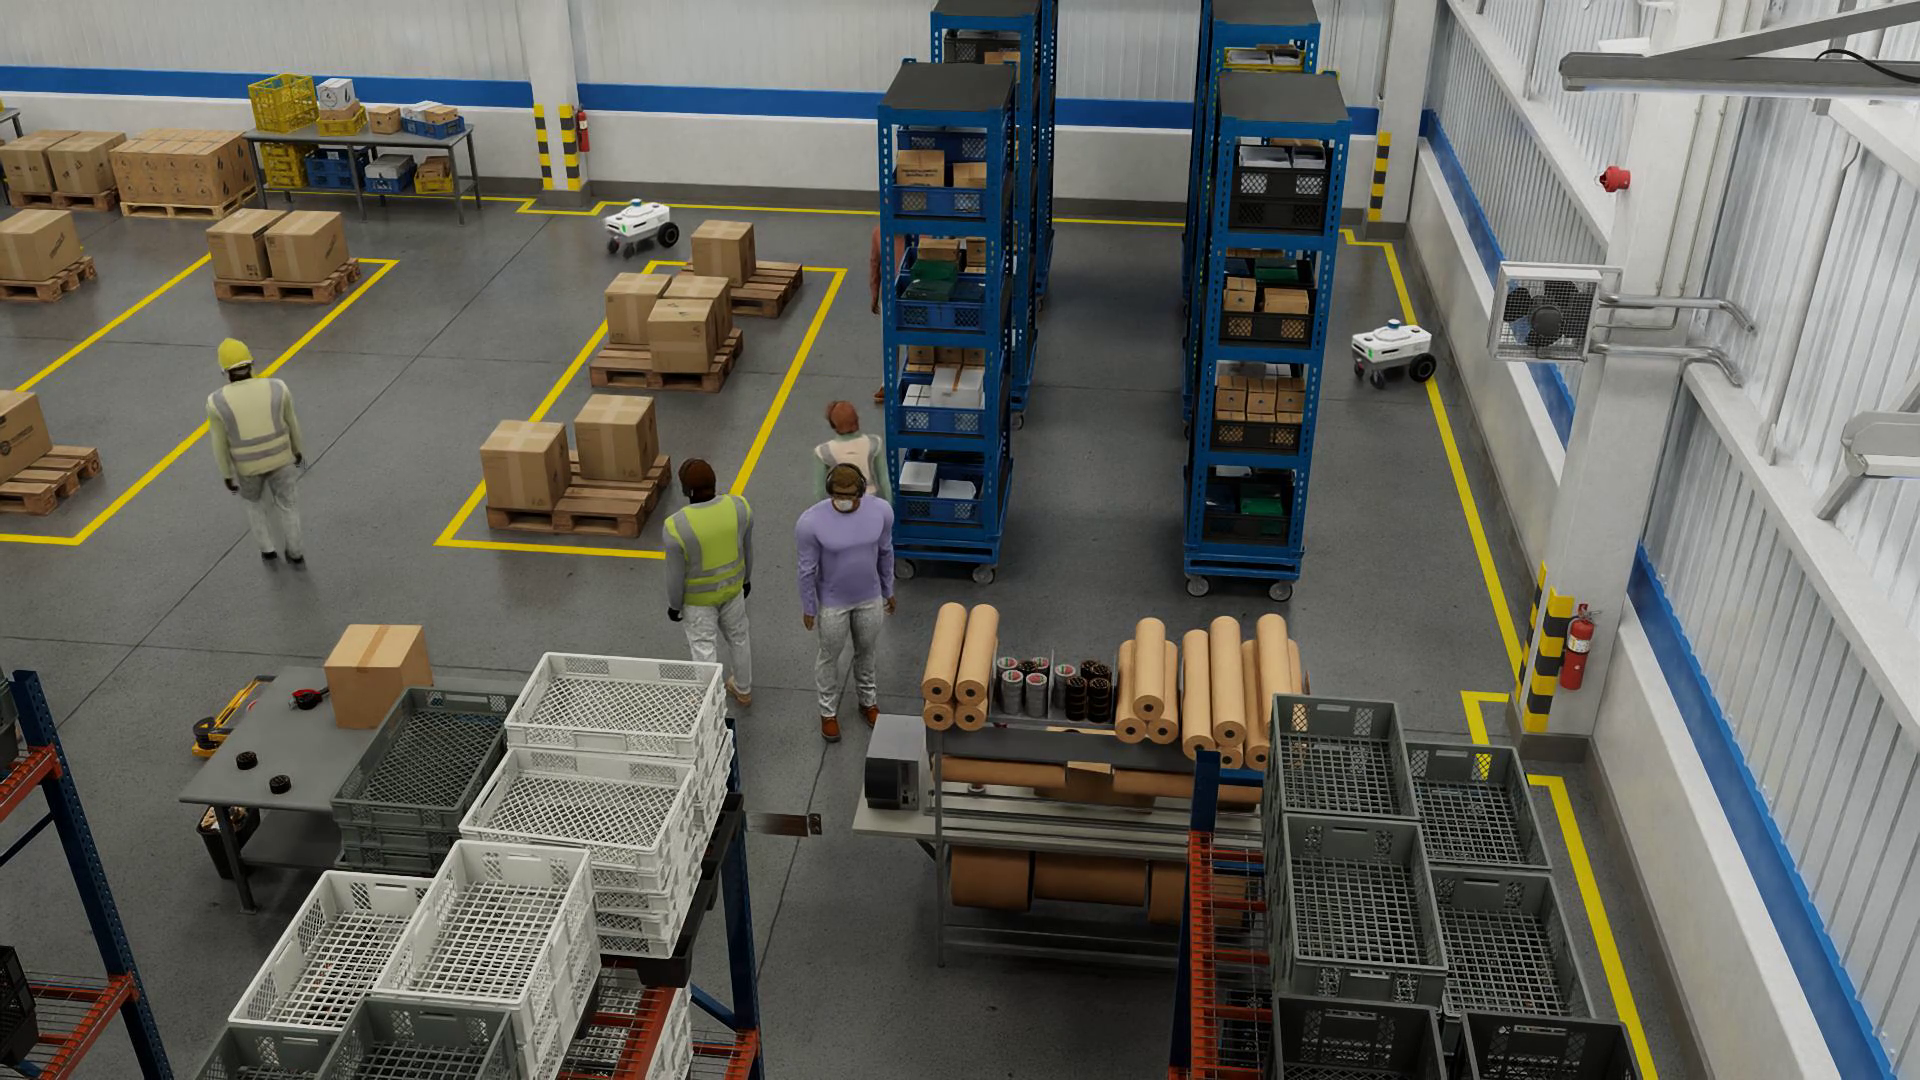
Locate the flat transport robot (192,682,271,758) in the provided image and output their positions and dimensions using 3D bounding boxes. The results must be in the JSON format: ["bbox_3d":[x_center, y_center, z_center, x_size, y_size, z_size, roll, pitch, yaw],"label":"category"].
[{"bbox_3d":[-4.089,1.163,10.648,1.431,0.197,0.652,3,30,6],"label":"flat transport robot"}]

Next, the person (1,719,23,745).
[{"bbox_3d":[-6.205,0.570,10.260,0.534,1.697,0.318,17,34,26],"label":"person"}]

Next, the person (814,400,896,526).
[{"bbox_3d":[-0.764,-0.241,11.739,0.534,1.602,0.621,-9,31,-15],"label":"person"}]

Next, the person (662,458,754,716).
[{"bbox_3d":[-1.593,0.312,10.566,0.623,1.839,0.429,-21,36,-32],"label":"person"}]

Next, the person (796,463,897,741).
[{"bbox_3d":[-0.696,0.361,10.381,0.635,1.935,0.349,-12,32,-20],"label":"person"}]

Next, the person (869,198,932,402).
[{"bbox_3d":[-0.515,-2.114,14.576,0.619,1.992,0.396,13,33,21],"label":"person"}]

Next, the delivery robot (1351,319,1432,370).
[{"bbox_3d":[3.980,-1.799,15.365,0.707,0.478,0.477,-11,32,-19],"label":"delivery robot"}]

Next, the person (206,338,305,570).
[{"bbox_3d":[-5.121,-0.617,12.176,0.606,1.818,0.455,-17,34,-27],"label":"person"}]

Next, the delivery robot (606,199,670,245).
[{"bbox_3d":[-3.540,-3.508,18.301,0.477,0.478,0.707,23,37,34],"label":"delivery robot"}]
